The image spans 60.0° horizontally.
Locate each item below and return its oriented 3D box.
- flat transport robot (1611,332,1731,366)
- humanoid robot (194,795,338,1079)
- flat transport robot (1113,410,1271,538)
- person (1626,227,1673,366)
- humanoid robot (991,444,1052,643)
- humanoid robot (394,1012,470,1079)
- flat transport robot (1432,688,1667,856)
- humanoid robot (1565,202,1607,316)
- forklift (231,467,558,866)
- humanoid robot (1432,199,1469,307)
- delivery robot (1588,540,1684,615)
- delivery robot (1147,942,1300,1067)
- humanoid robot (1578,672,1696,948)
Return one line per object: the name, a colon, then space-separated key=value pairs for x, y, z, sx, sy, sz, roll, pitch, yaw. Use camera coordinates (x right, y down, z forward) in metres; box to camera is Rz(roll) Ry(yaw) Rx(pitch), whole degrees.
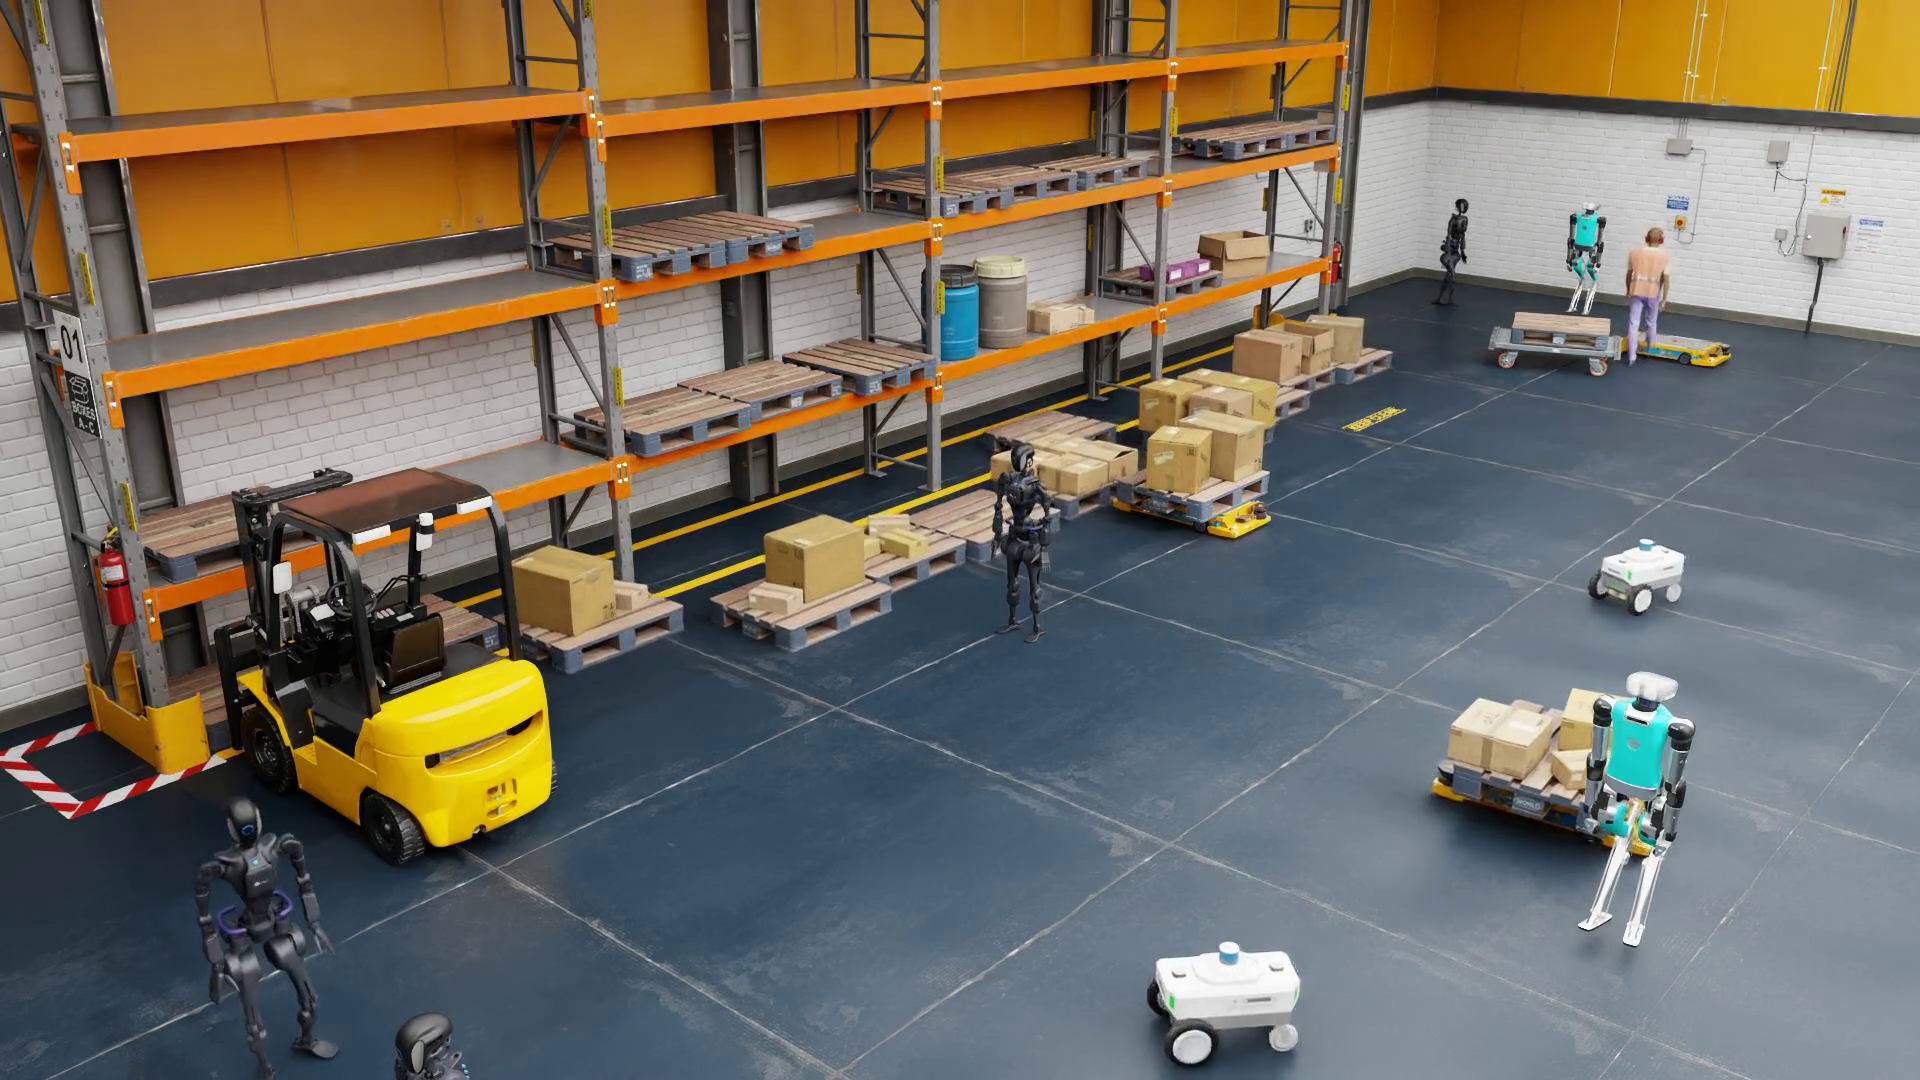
flat transport robot: x=9.639 y=-2.604 z=22.606 sx=1.431 sy=0.231 sz=0.659 roll=17 pitch=26 yaw=38
humanoid robot: x=-3.432 y=1.966 z=8.189 sx=0.600 sy=1.643 sz=0.388 roll=-18 pitch=27 yaw=-41
flat transport robot: x=2.289 y=-0.330 z=16.444 sx=1.431 sy=0.231 sz=0.659 roll=17 pitch=26 yaw=38
person: x=9.164 y=-3.274 z=22.197 sx=0.569 sy=1.809 sz=0.858 roll=10 pitch=23 yaw=26
humanoid robot: x=0.515 y=0.018 z=13.449 sx=0.599 sy=1.657 sz=0.315 roll=17 pitch=26 yaw=38
humanoid robot: x=-2.005 y=2.567 z=6.542 sx=0.599 sy=1.657 sz=0.315 roll=17 pitch=26 yaw=38
flat transport robot: x=3.942 y=1.677 z=11.008 sx=1.431 sy=0.231 sz=0.659 roll=14 pitch=25 yaw=34
humanoid robot: x=9.290 y=-4.178 z=24.559 sx=0.533 sy=1.677 sz=0.735 roll=17 pitch=26 yaw=38
forklift: x=-3.730 y=0.710 z=10.856 sx=2.313 sy=2.155 sz=1.214 roll=17 pitch=26 yaw=38
humanoid robot: x=7.554 y=-4.384 z=25.409 sx=0.539 sy=1.646 sz=0.591 roll=18 pitch=27 yaw=40
delivery robot: x=5.863 y=0.302 z=14.342 sx=0.813 sy=0.610 sz=0.499 roll=-10 pitch=23 yaw=-26
delivery robot: x=1.390 y=2.378 z=8.682 sx=0.772 sy=0.585 sz=0.499 roll=-2 pitch=20 yaw=-6
humanoid robot: x=3.828 y=1.447 z=9.317 sx=0.533 sy=1.677 sz=0.735 roll=17 pitch=26 yaw=38
